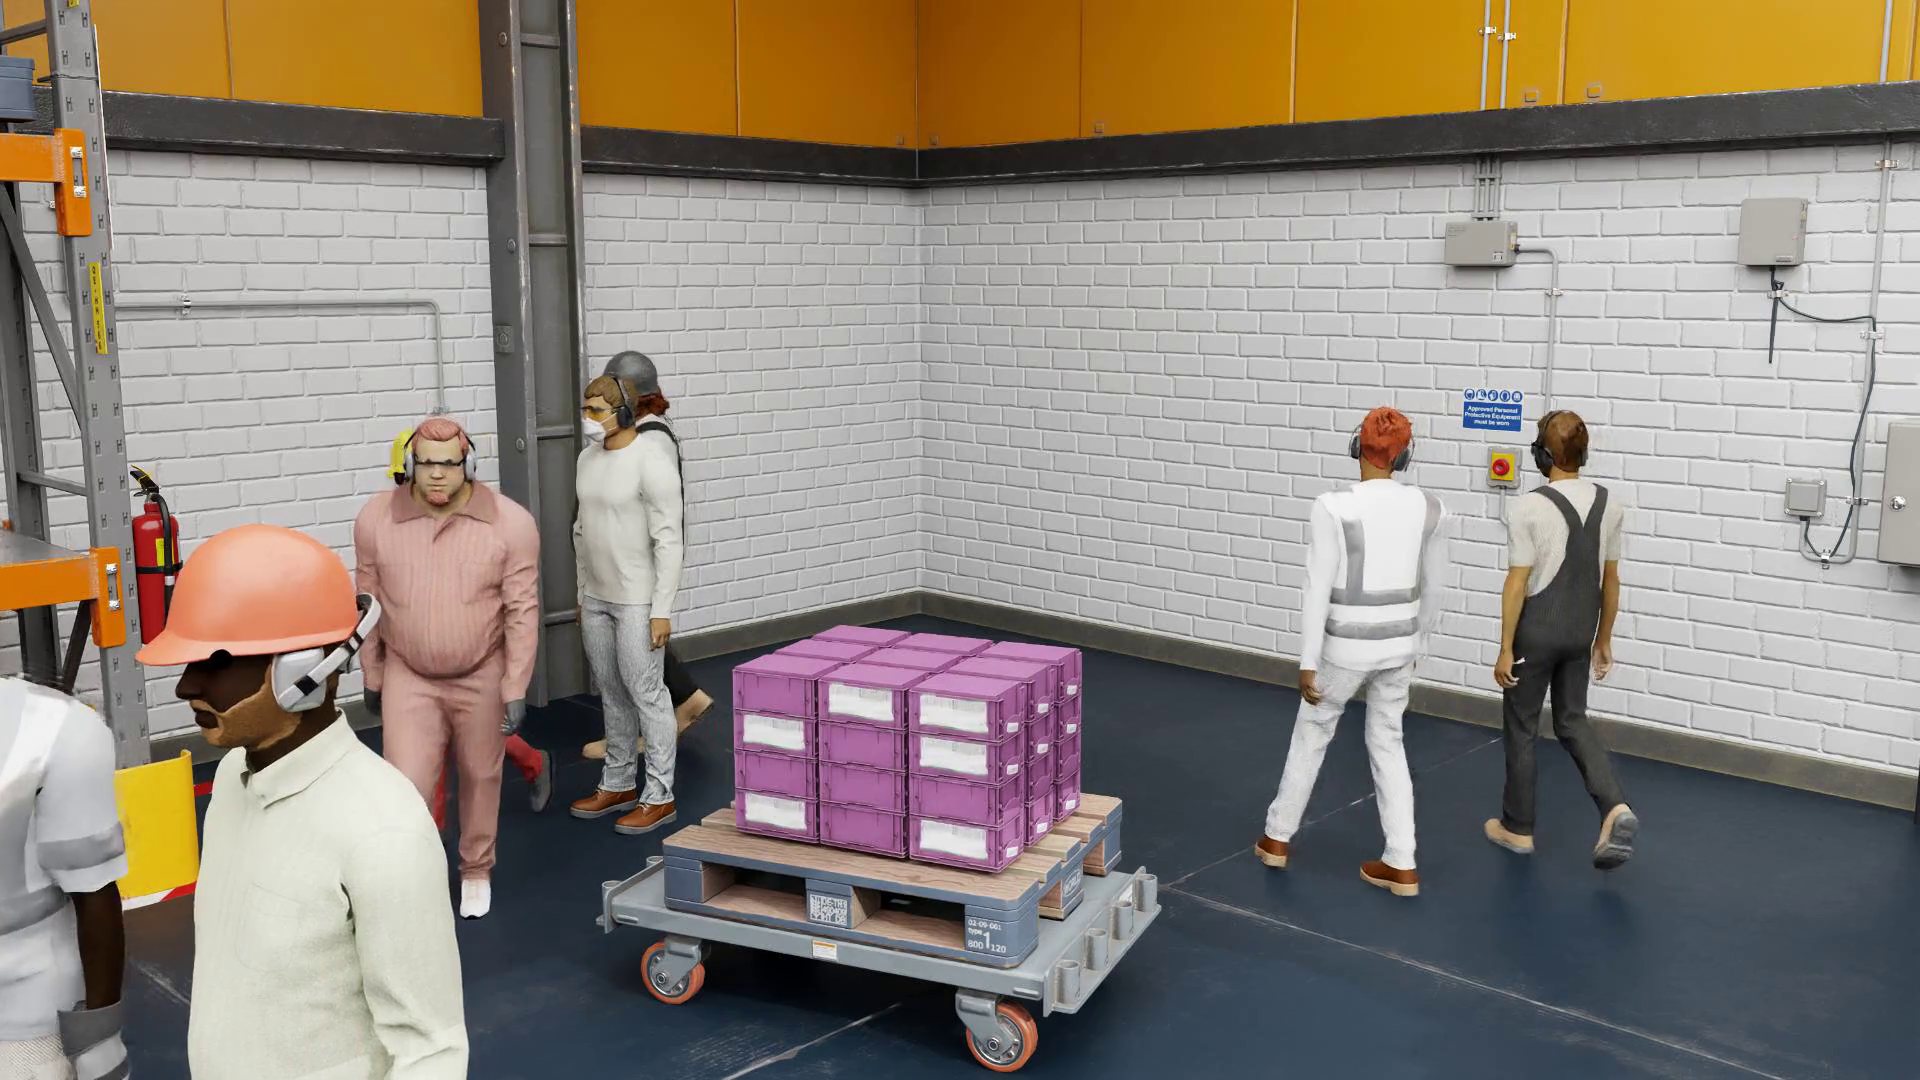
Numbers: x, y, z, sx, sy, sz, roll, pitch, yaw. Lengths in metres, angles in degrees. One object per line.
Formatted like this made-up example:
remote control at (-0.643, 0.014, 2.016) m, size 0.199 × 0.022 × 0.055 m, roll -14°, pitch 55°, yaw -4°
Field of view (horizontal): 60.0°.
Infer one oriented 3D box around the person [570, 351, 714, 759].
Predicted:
person at (-1.543, 0.054, 7.979) m, size 0.638 × 2.000 × 0.728 m, roll -1°, pitch 9°, yaw -9°

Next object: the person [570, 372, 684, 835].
person at (-1.421, 0.262, 7.020) m, size 0.637 × 1.937 × 0.357 m, roll 9°, pitch 13°, yaw 43°

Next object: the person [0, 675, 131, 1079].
person at (-1.884, 0.890, 3.129) m, size 0.635 × 1.945 × 0.413 m, roll -1°, pitch 9°, yaw -5°

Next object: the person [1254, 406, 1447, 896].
person at (1.529, 0.412, 6.396) m, size 0.620 × 1.847 × 0.716 m, roll -3°, pitch 10°, yaw -17°

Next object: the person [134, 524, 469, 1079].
person at (-0.995, 0.960, 2.566) m, size 0.624 × 1.992 × 0.386 m, roll 9°, pitch 13°, yaw 43°

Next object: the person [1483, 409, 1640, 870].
person at (2.364, 0.403, 6.512) m, size 0.516 × 1.824 × 0.711 m, roll -3°, pitch 10°, yaw -16°

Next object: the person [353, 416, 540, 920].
person at (-1.788, 0.499, 5.805) m, size 0.651 × 1.858 × 0.854 m, roll -2°, pitch 9°, yaw -12°

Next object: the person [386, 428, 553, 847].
person at (-2.030, 0.397, 6.780) m, size 0.534 × 1.737 × 0.674 m, roll 5°, pitch 10°, yaw 28°
